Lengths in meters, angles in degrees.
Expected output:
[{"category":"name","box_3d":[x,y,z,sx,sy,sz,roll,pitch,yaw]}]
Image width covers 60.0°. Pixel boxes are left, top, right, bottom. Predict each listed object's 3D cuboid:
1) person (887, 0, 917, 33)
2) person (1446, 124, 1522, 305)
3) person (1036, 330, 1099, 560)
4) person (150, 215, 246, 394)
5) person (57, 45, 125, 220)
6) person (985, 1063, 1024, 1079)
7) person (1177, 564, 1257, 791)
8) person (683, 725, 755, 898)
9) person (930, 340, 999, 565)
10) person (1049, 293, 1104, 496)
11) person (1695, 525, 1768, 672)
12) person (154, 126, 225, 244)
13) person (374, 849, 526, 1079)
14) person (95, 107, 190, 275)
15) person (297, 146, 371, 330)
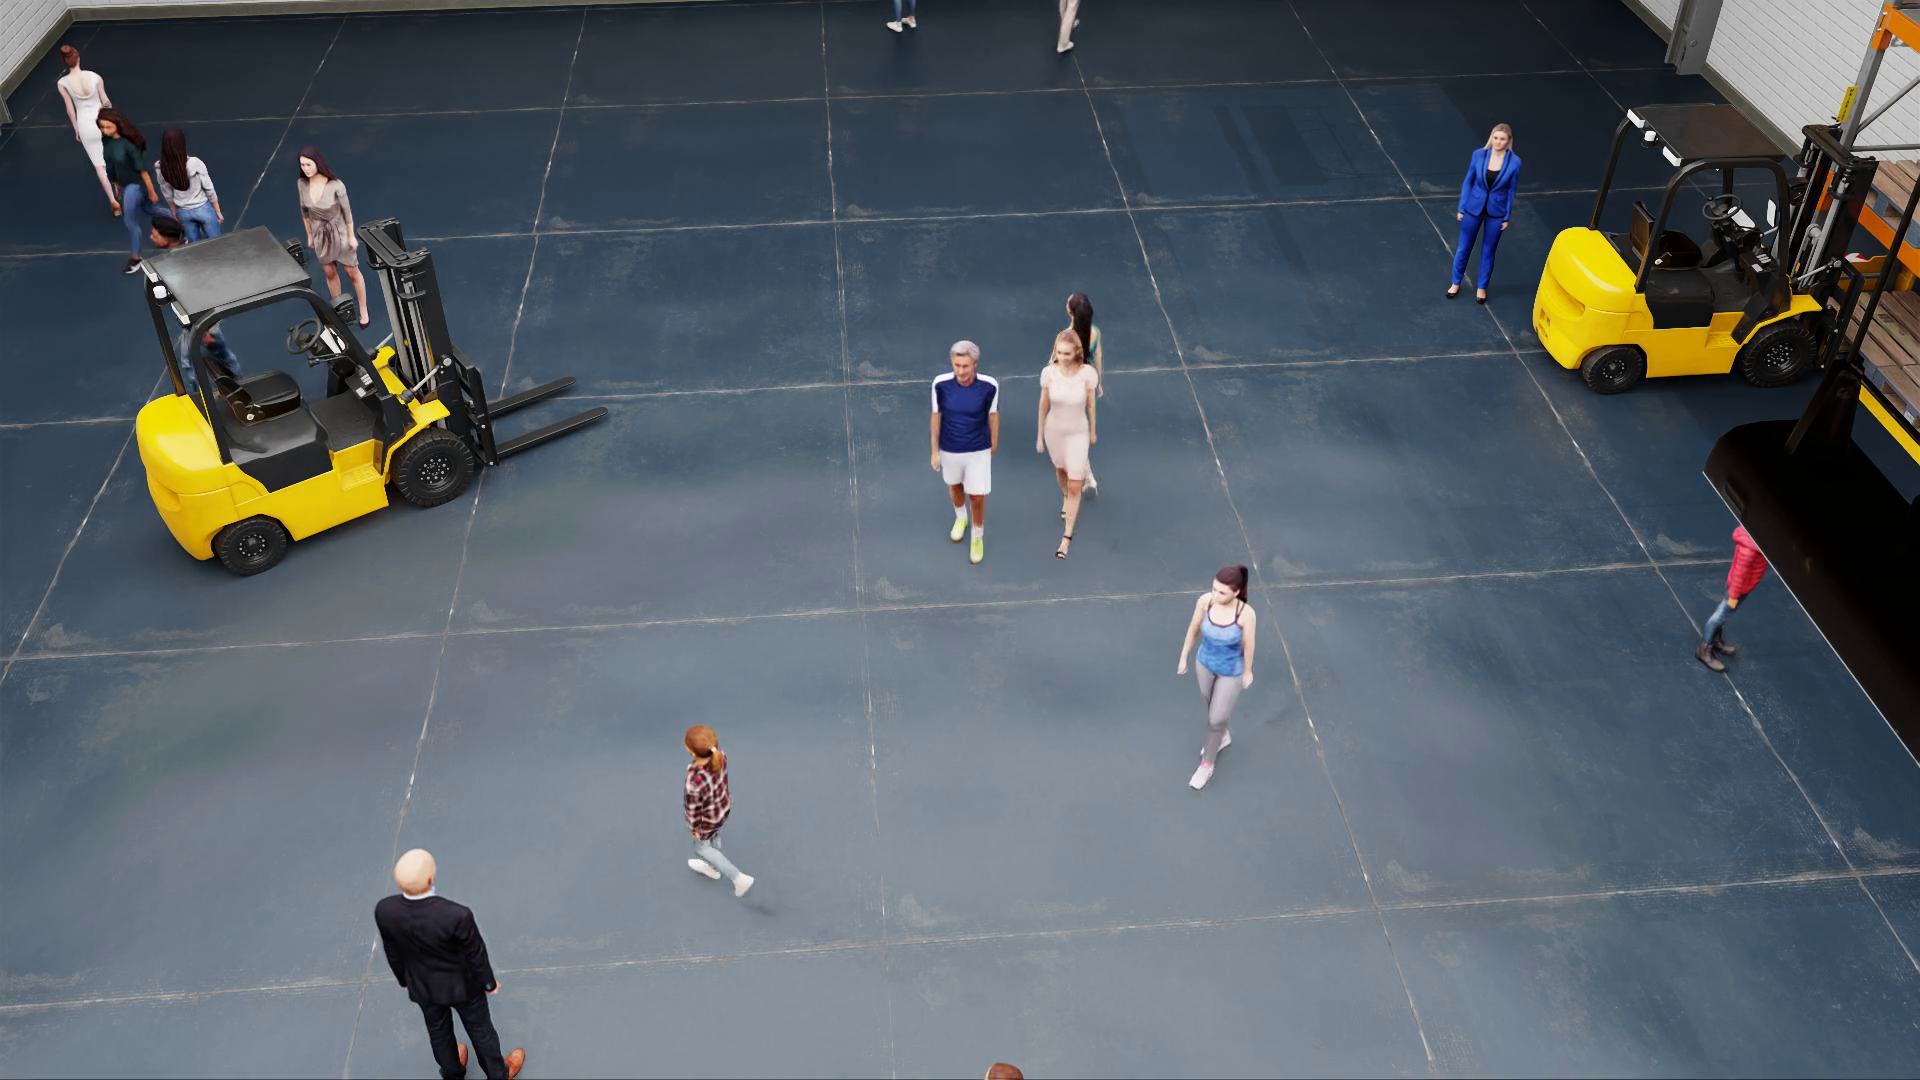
[{"category":"person","box_3d":[-0.706,-7.052,20.278,0.706,1.635,0.730,-27,46,-30]},{"category":"person","box_3d":[4.775,-2.980,15.128,0.705,1.701,0.699,13,40,16]},{"category":"person","box_3d":[0.805,-0.814,12.346,0.817,1.787,1.165,8,39,9]},{"category":"person","box_3d":[-6.150,-1.852,13.643,0.857,1.790,0.857,-11,40,-14]},{"category":"person","box_3d":[-8.486,-4.016,16.352,0.622,1.791,0.595,-16,41,-19]},{"category":"person","box_3d":[0.230,2.949,8.110,0.601,1.194,0.511,16,41,19]},{"category":"person","box_3d":[1.690,0.770,10.518,0.863,1.593,0.920,28,47,31]},{"category":"person","box_3d":[-1.427,1.593,9.727,0.810,1.295,0.793,19,42,22]},{"category":"person","box_3d":[0.039,-0.747,12.240,0.739,1.815,0.856,6,39,8]},{"category":"person","box_3d":[0.909,-1.081,12.799,0.810,1.639,1.065,-18,42,-22]},{"category":"person","box_3d":[5.302,0.293,11.336,0.655,1.318,0.594,27,46,30]},{"category":"person","box_3d":[-6.984,-2.989,15.194,0.600,1.631,0.499,-3,39,-3]},{"category":"person","box_3d":[-2.636,2.238,8.515,0.711,1.800,0.640,4,39,5]},{"category":"person","box_3d":[-7.733,-3.366,15.710,1.005,1.577,1.148,23,44,26]},{"category":"person","box_3d":[-5.547,-2.669,14.702,0.628,1.746,0.550,2,39,3]}]
